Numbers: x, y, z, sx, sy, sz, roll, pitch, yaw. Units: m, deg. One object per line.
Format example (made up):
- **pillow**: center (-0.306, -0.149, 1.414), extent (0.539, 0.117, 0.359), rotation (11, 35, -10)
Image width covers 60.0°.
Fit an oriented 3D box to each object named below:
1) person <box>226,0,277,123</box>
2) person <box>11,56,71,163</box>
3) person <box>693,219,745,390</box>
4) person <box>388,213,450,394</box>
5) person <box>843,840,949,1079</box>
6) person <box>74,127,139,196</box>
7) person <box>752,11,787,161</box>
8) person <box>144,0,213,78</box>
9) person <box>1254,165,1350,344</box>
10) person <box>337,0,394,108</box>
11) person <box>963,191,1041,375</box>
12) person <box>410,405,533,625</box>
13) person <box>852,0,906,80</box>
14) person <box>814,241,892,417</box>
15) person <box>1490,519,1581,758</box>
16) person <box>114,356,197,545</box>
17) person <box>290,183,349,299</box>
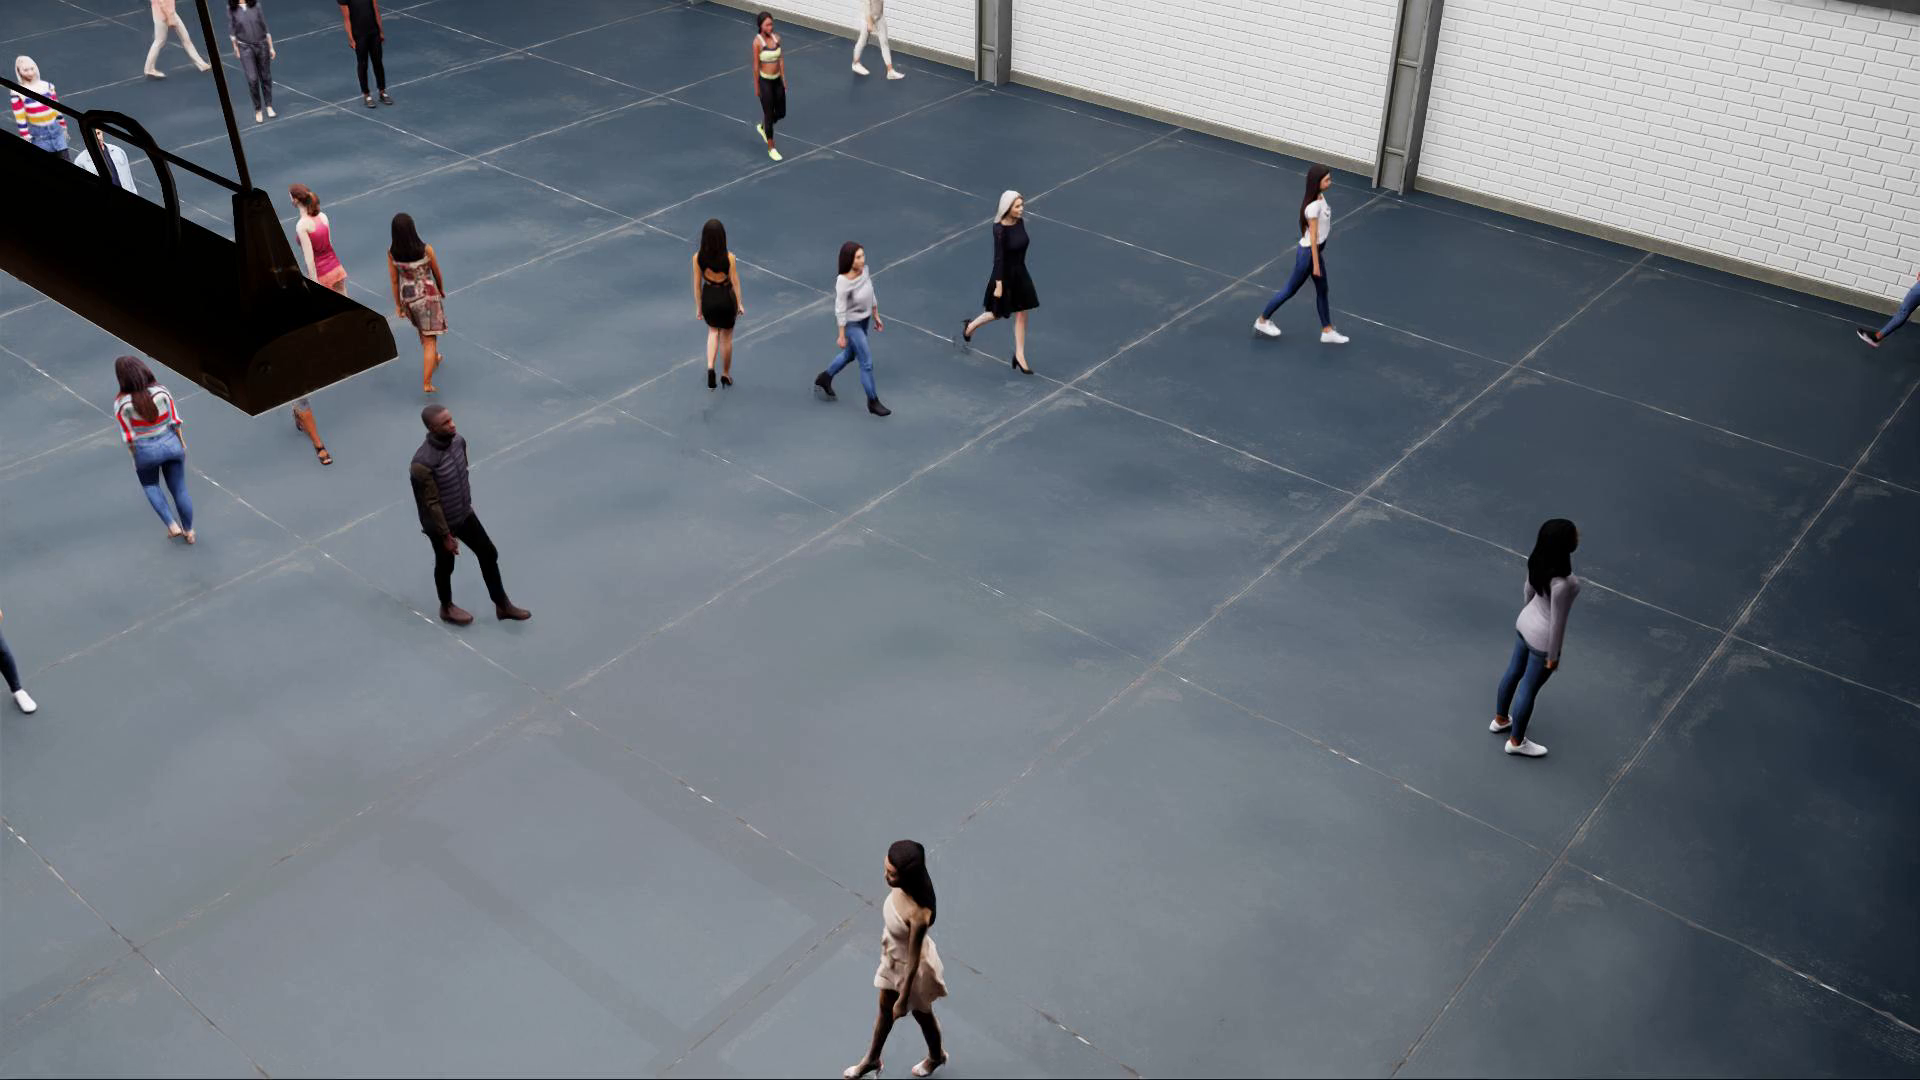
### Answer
- **person**: center (-8.895, -6.202, 20.924), extent (0.718, 1.746, 0.776), rotation (-19, 38, -26)
- **person**: center (-10.006, -4.402, 18.169), extent (0.888, 1.797, 0.707), rotation (20, 38, 27)
- **person**: center (-2.151, -2.029, 14.744), extent (0.743, 1.637, 0.788), rotation (4, 34, 6)
- **person**: center (-4.819, -2.083, 14.852), extent (1.106, 1.607, 1.125), rotation (-1, 34, -1)
- **person**: center (-0.166, 2.147, 8.388), extent (0.885, 1.719, 0.858), rotation (-9, 35, -14)
- **person**: center (-8.378, -3.276, 16.463), extent (0.547, 1.812, 0.669), rotation (24, 40, 31)
- **person**: center (-2.306, -5.419, 19.749), extent (0.652, 1.742, 0.836), rotation (-25, 41, -32)
- **person**: center (-10.688, -6.978, 22.157), extent (1.131, 1.673, 1.177), rotation (-8, 34, -11)
- **person**: center (3.172, -2.642, 15.584), extent (1.217, 1.728, 0.894), rotation (11, 35, 16)
- **person**: center (-7.614, -6.478, 21.275), extent (0.685, 1.817, 0.591), rotation (-28, 43, -35)
- **person**: center (0.376, -2.367, 15.173), extent (1.031, 1.725, 0.602), rotation (23, 40, 30)
- **person**: center (-3.685, -0.156, 11.769), extent (1.033, 1.811, 0.872), rotation (14, 36, 20)
- **person**: center (-1.226, -6.966, 22.154), extent (1.096, 1.658, 0.701), rotation (18, 38, 25)
- **person**: center (-0.985, -1.868, 14.537), extent (1.102, 1.598, 0.789), rotation (14, 36, 20)
- **person**: center (3.700, 0.612, 10.683), extent (0.738, 1.735, 0.675), rotation (-3, 34, -5)
- **person**: center (-6.096, -0.647, 12.697), extent (0.665, 1.602, 0.654), rotation (-23, 40, -30)
- **person**: center (-5.752, -2.389, 15.210), extent (1.006, 1.721, 0.781), rotation (15, 36, 21)
